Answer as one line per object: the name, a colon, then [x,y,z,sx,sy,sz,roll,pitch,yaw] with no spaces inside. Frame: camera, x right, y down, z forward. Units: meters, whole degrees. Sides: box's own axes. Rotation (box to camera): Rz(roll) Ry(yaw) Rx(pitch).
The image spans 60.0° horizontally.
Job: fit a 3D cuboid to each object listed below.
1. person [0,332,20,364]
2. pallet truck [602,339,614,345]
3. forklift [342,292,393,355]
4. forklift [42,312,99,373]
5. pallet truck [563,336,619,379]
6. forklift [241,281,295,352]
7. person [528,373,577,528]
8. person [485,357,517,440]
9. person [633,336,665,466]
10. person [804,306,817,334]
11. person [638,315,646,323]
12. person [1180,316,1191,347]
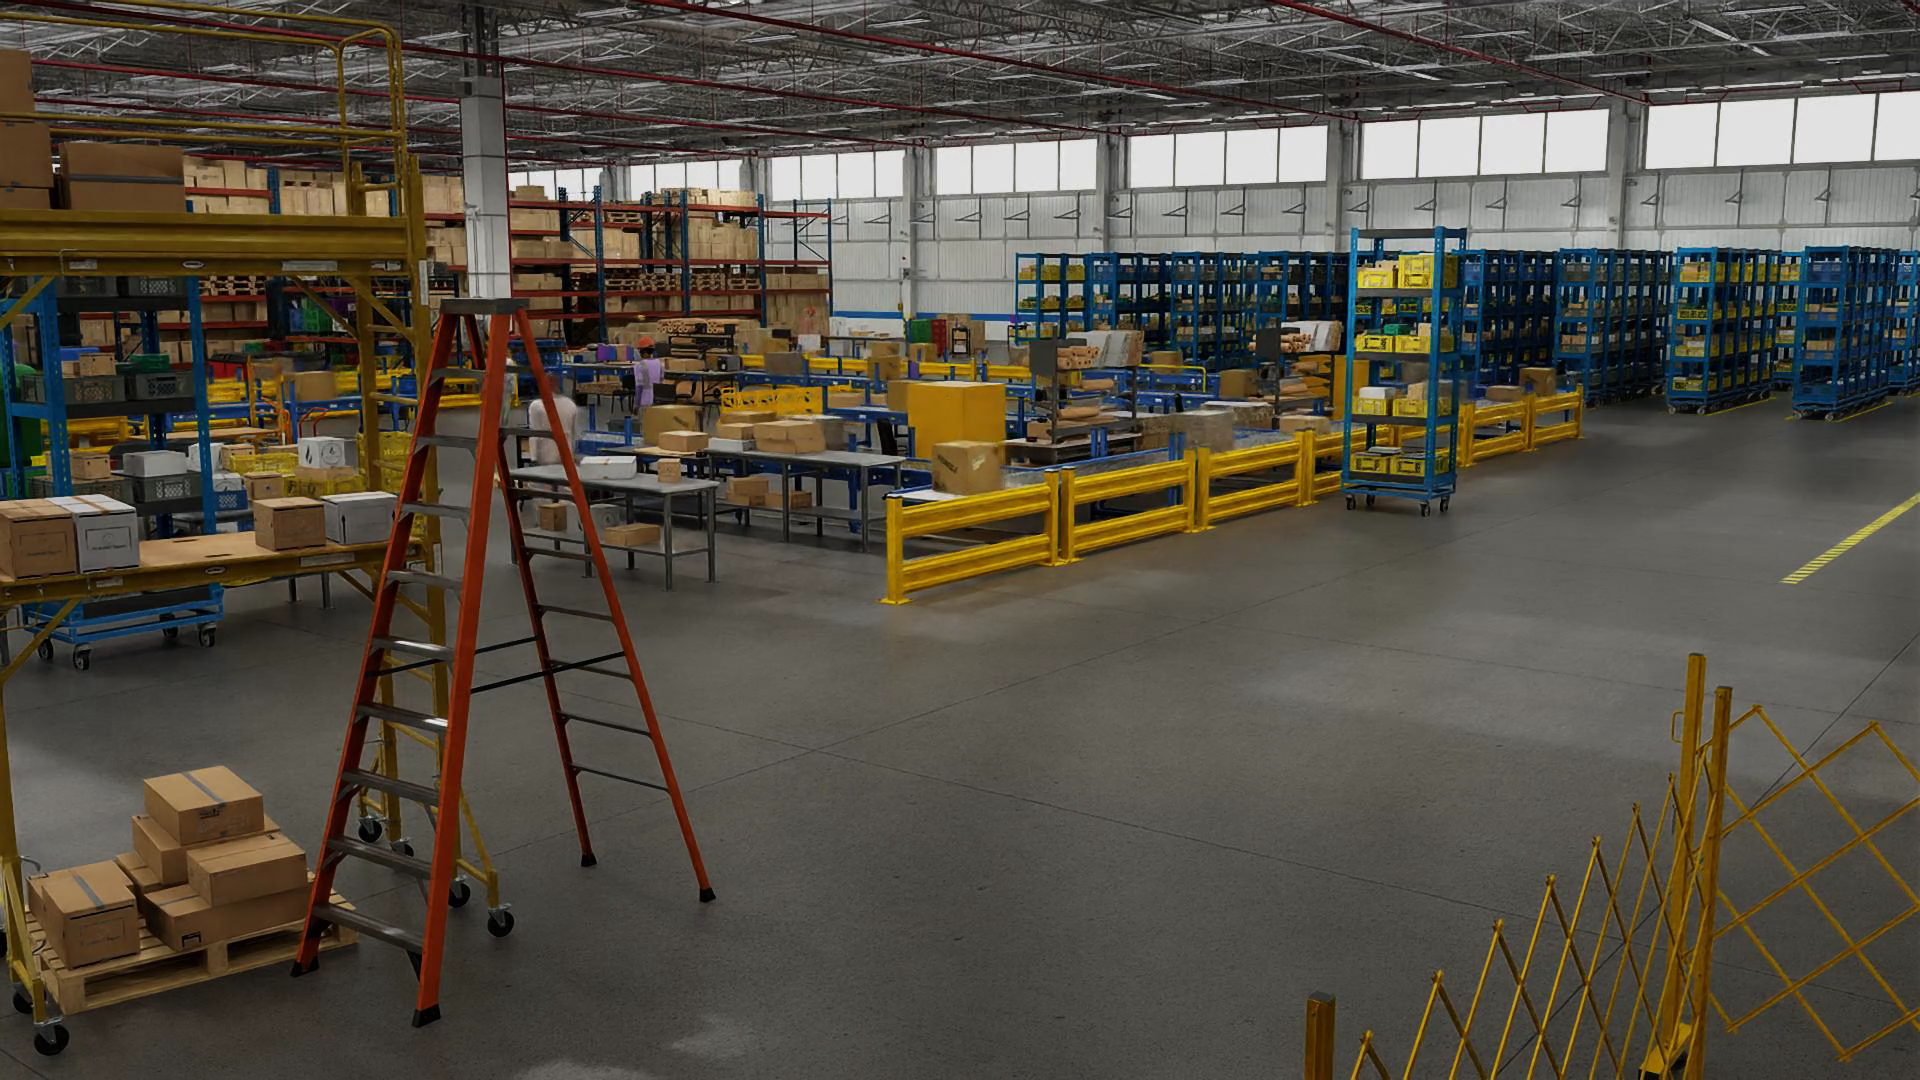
person: [-23.737,-4.425,41.528,0.286,1.633,0.501,9,13,43]
pallet truck: [-8.991,-4.871,45.351,0.653,1.274,1.630,7,11,37]
forklift: [-16.485,-5.622,45.120,1.129,2.768,1.873,7,11,37]
forklift: [-23.779,-5.451,44.052,1.873,2.768,1.129,7,11,36]
pallet truck: [-10.690,-5.294,48.215,1.601,1.201,0.680,-5,10,-26]
forklift: [-19.031,-5.848,46.529,1.129,2.768,1.873,7,11,37]
person: [-4.793,-1.001,19.360,0.656,1.884,0.676,9,12,43]
person: [-8.381,-2.719,30.315,0.601,1.817,0.462,-3,10,-20]
person: [-4.938,-2.189,26.297,0.378,2.044,0.607,6,11,32]
person: [-5.135,-6.849,55.667,0.942,1.960,0.607,0,9,-1]
person: [-9.969,-6.197,52.294,0.823,1.722,0.539,-7,11,-36]
person: [7.171,-6.344,52.943,0.522,1.808,0.614,9,13,43]
